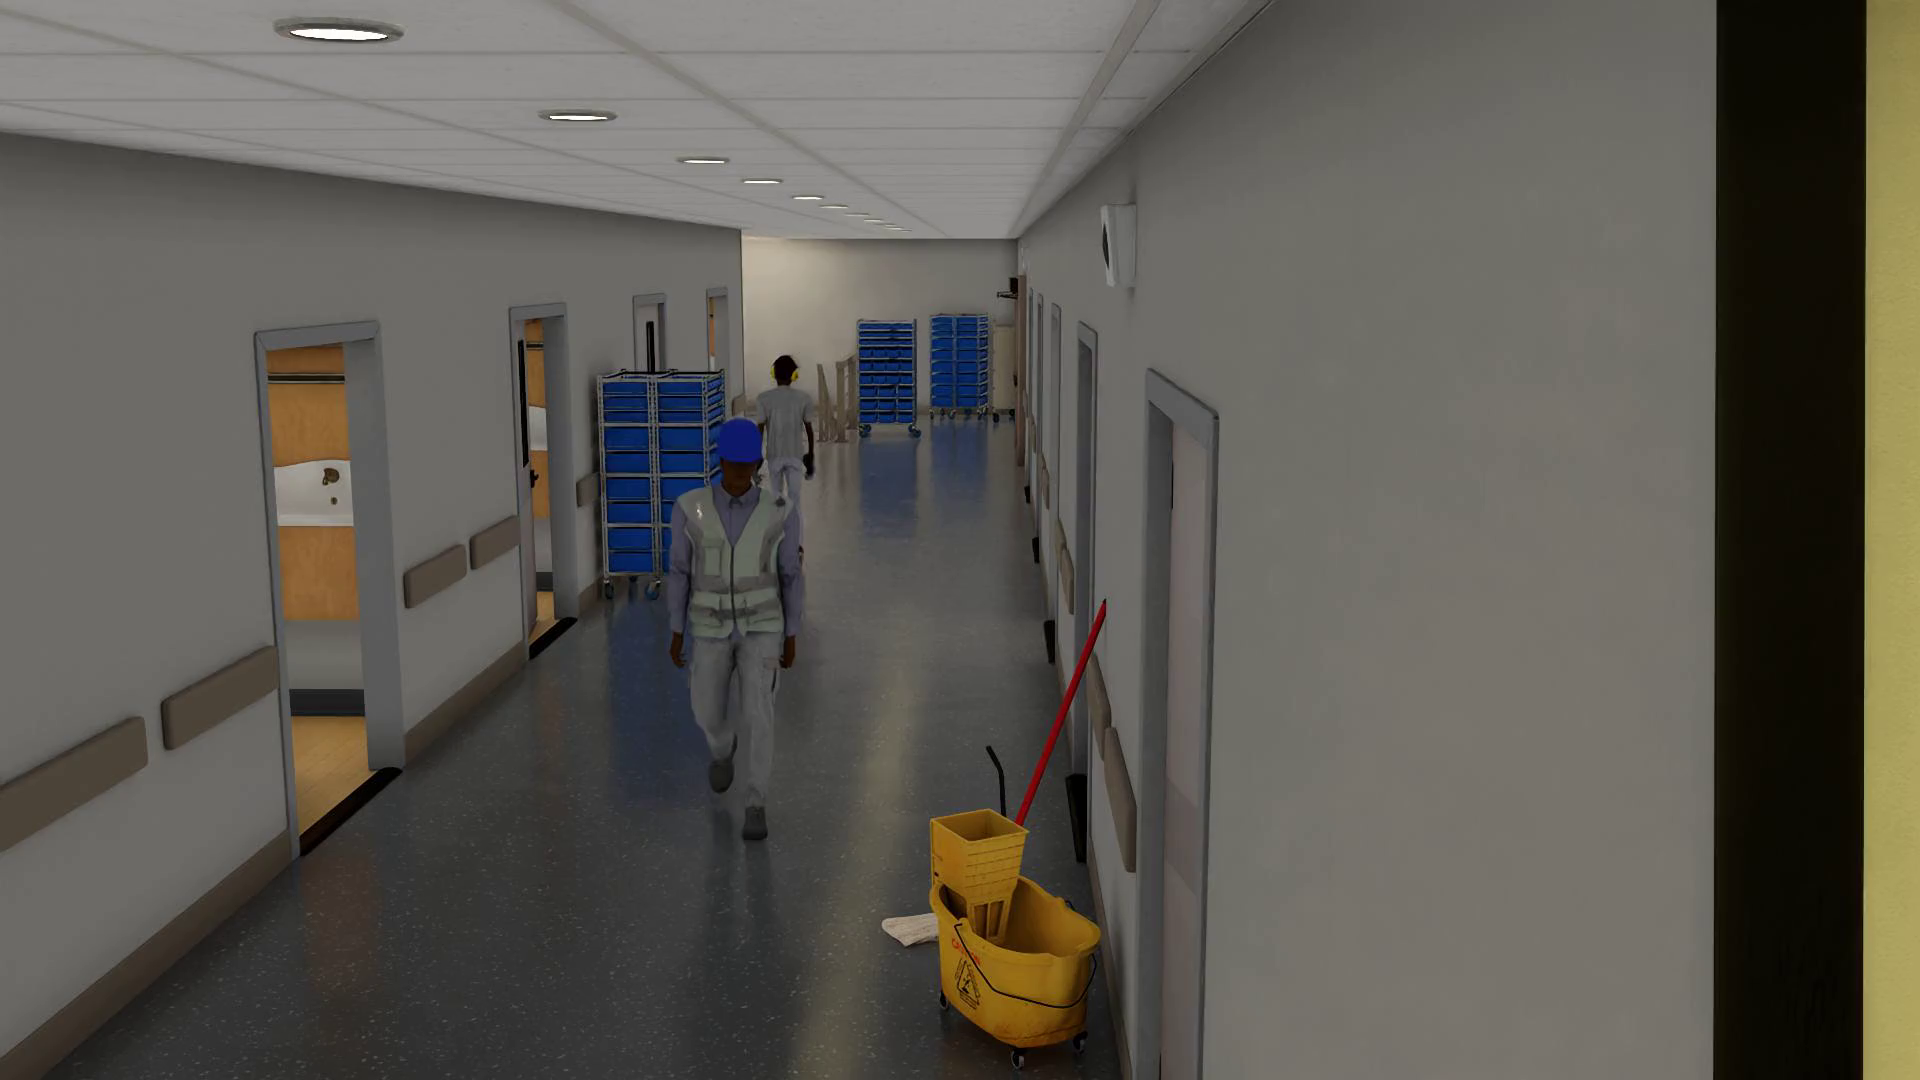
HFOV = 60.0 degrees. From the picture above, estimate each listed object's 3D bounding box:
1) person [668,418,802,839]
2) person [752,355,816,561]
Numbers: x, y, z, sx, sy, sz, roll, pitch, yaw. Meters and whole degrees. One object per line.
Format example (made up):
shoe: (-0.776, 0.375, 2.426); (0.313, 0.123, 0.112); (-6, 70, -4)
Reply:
person: (-1.036, 0.380, 7.731); (0.620, 1.925, 0.660); (-1, 10, -4)
person: (-1.545, -0.698, 14.558); (0.581, 1.816, 0.972); (-1, 10, -7)
